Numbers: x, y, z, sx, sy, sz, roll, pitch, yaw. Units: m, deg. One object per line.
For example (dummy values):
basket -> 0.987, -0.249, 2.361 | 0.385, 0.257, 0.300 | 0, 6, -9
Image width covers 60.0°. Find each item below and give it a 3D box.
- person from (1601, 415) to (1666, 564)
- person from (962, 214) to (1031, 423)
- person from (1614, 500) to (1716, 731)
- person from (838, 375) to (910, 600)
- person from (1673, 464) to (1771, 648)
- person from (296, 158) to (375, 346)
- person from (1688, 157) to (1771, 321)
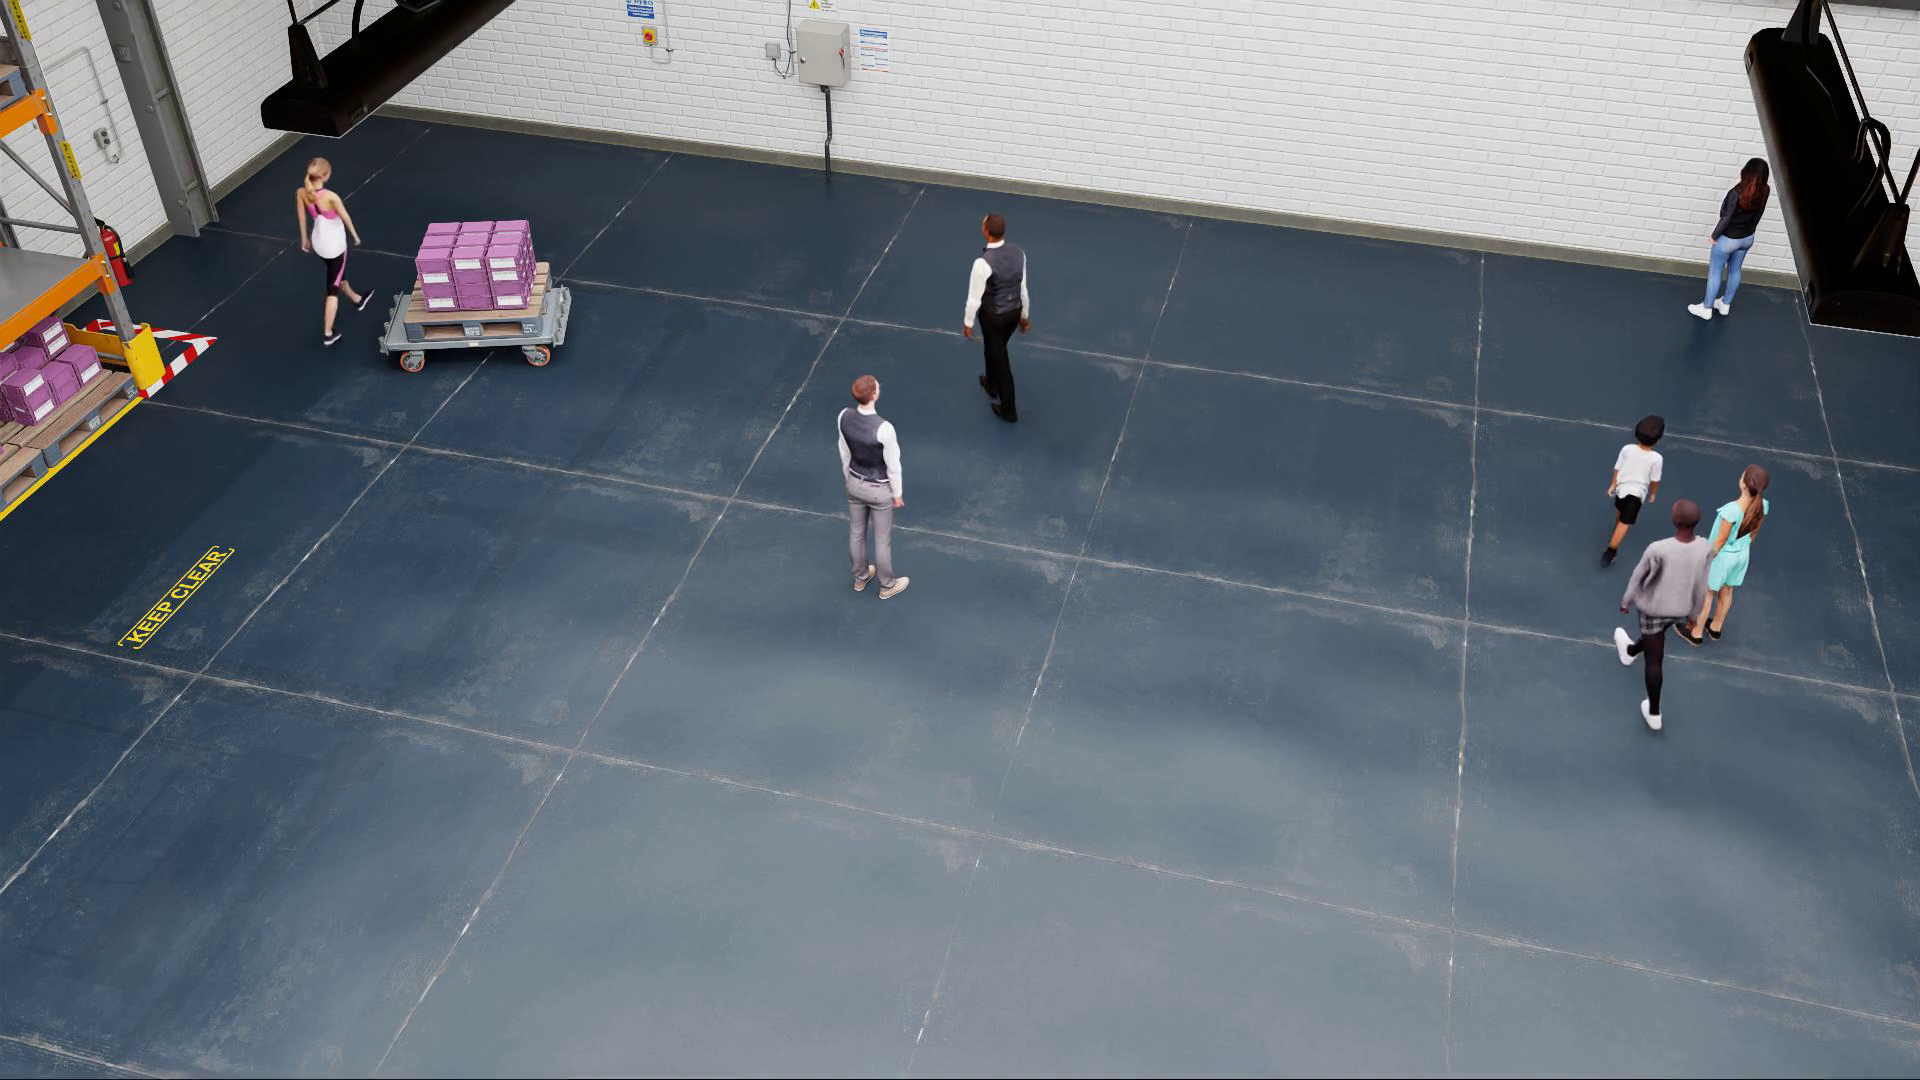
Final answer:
person -> 5.191, -0.375, 12.883 | 0.696, 1.239, 0.945 | 25, 45, 28
person -> 0.394, -1.848, 14.205 | 1.046, 1.891, 1.082 | -25, 45, -28
person -> 4.827, 0.546, 11.336 | 0.876, 1.730, 1.218 | 0, 39, 0
person -> -0.665, -0.403, 12.358 | 0.718, 1.937, 0.667 | 21, 43, 24
person -> 5.546, 0.108, 12.023 | 0.637, 1.558, 0.671 | -12, 40, -14
person -> -5.824, -2.607, 15.286 | 0.642, 1.729, 1.102 | 8, 39, 9
person -> 7.296, -2.852, 15.670 | 0.723, 1.632, 0.748 | -13, 40, -15
